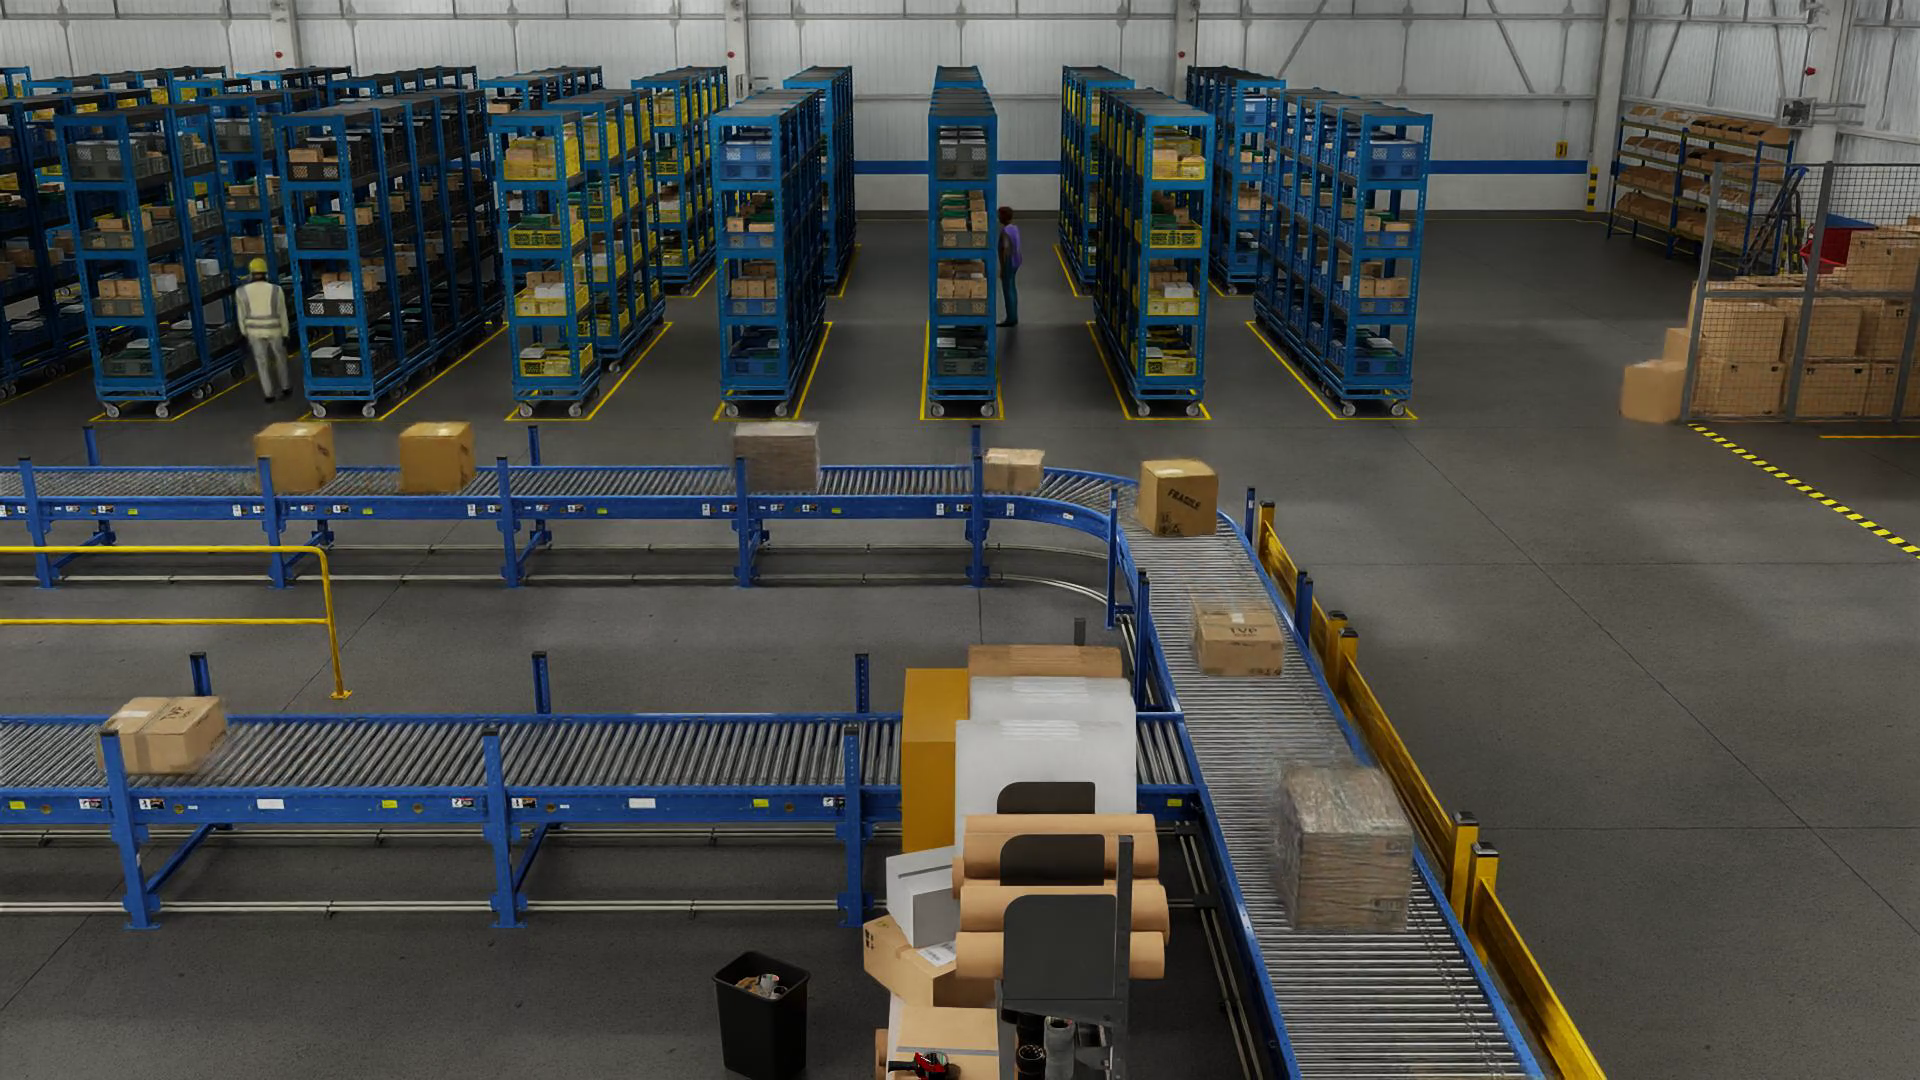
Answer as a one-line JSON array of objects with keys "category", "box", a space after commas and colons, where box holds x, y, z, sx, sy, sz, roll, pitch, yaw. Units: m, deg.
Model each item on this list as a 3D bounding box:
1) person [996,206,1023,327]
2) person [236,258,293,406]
[{"category": "person", "box": [0.768, -4.219, 25.667, 0.382, 1.839, 0.566, 5, 19, 14]}, {"category": "person", "box": [-8.698, -2.628, 20.828, 0.607, 1.795, 0.846, -5, 19, -16]}]
